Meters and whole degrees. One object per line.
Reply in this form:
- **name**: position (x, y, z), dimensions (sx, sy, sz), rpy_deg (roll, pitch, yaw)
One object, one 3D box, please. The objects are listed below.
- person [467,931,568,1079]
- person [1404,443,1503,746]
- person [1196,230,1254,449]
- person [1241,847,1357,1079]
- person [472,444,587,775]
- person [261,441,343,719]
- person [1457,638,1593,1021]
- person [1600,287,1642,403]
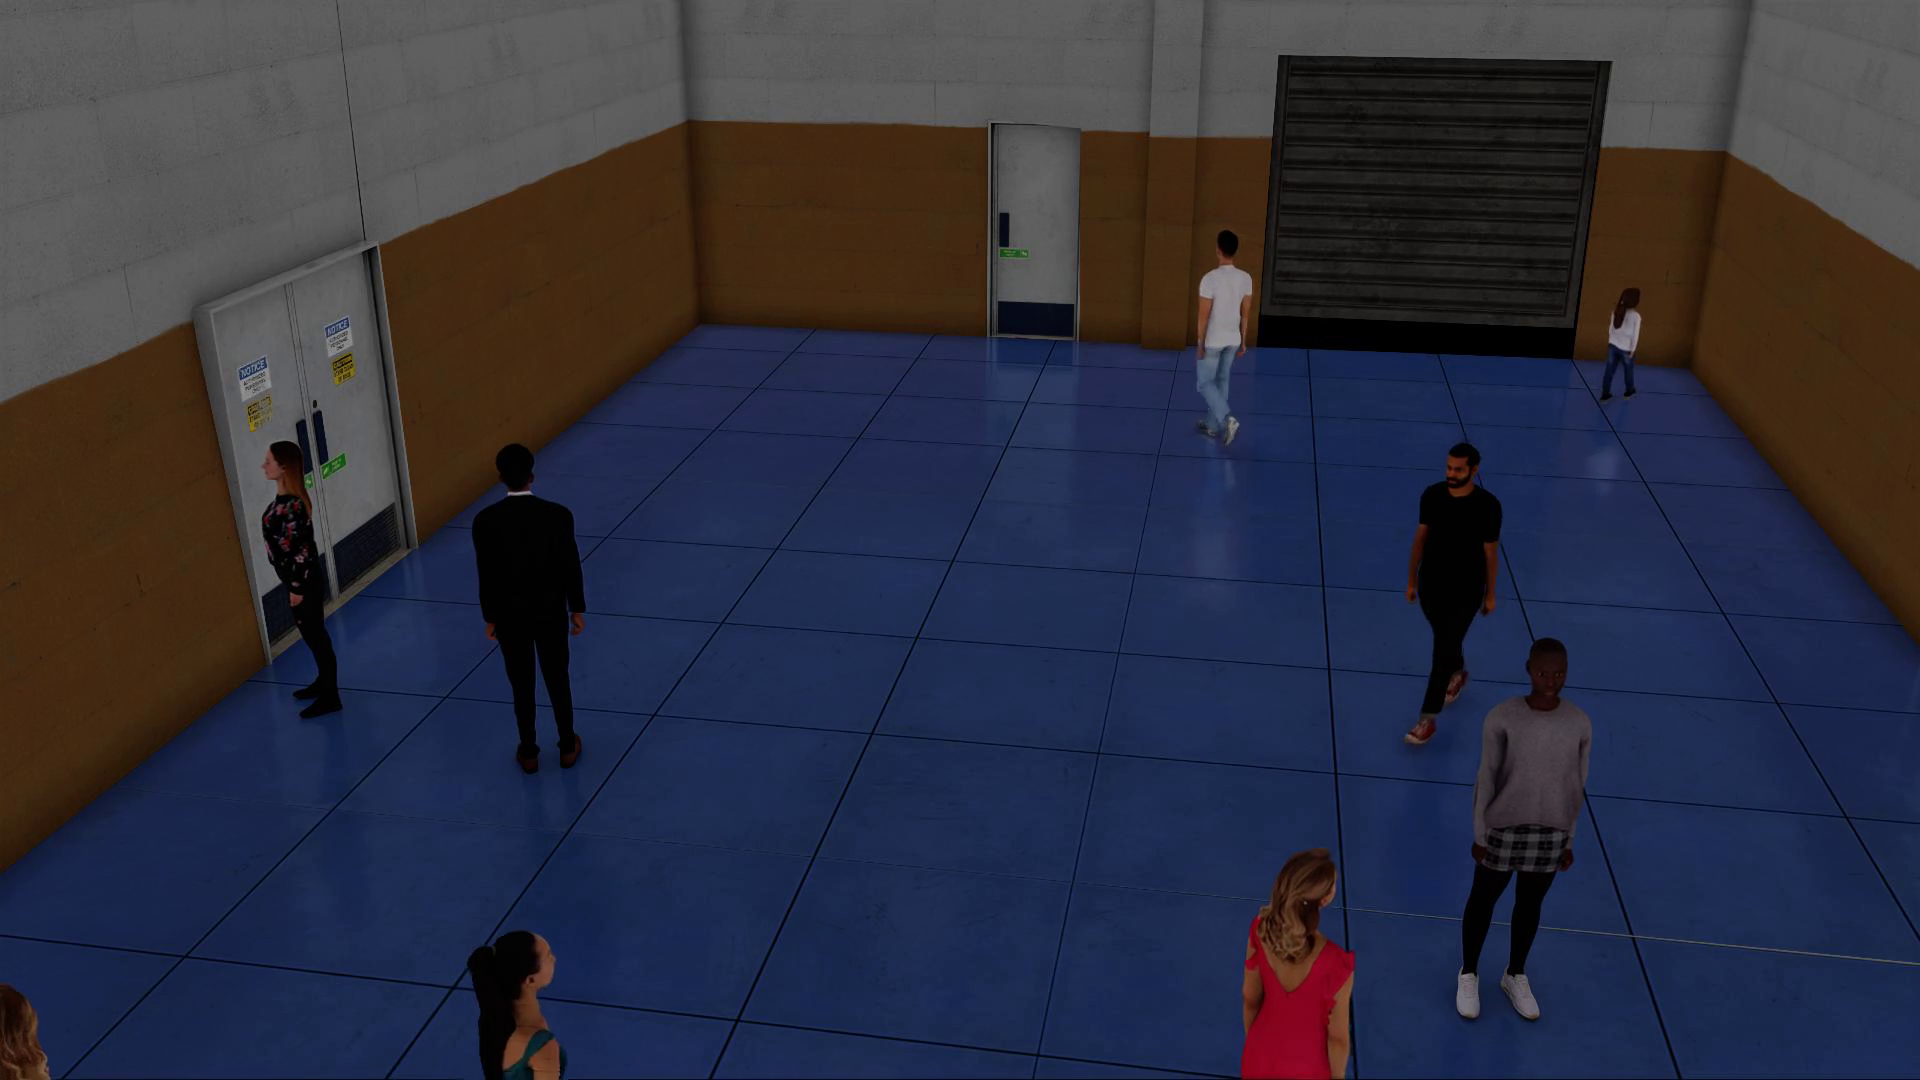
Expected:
- **person**: position (-1.440, 2.017, 5.312), dimensions (0.937, 1.656, 0.924), rpy_deg (19, 28, 38)
- **person**: position (2.865, 0.260, 9.606), dimensions (1.187, 1.715, 1.101), rpy_deg (18, 28, 38)
- **person**: position (2.281, -1.713, 14.344), dimensions (1.100, 1.842, 1.078), rpy_deg (-9, 24, -22)
- **person**: position (1.128, 1.817, 5.714), dimensions (0.722, 1.728, 0.642), rpy_deg (-20, 29, -41)
- **person**: position (-2.347, 0.428, 9.099), dimensions (0.670, 1.780, 0.834), rpy_deg (-6, 23, -16)
- **person**: position (-3.855, 0.217, 9.755), dimensions (0.678, 1.682, 0.652), rpy_deg (-10, 24, -22)
- **person**: position (2.407, 1.227, 7.124), dimensions (0.506, 1.771, 0.696), rpy_deg (1, 22, 3)
- **person**: position (6.193, -1.826, 15.631), dimensions (0.712, 1.093, 0.702), rpy_deg (18, 28, 38)
